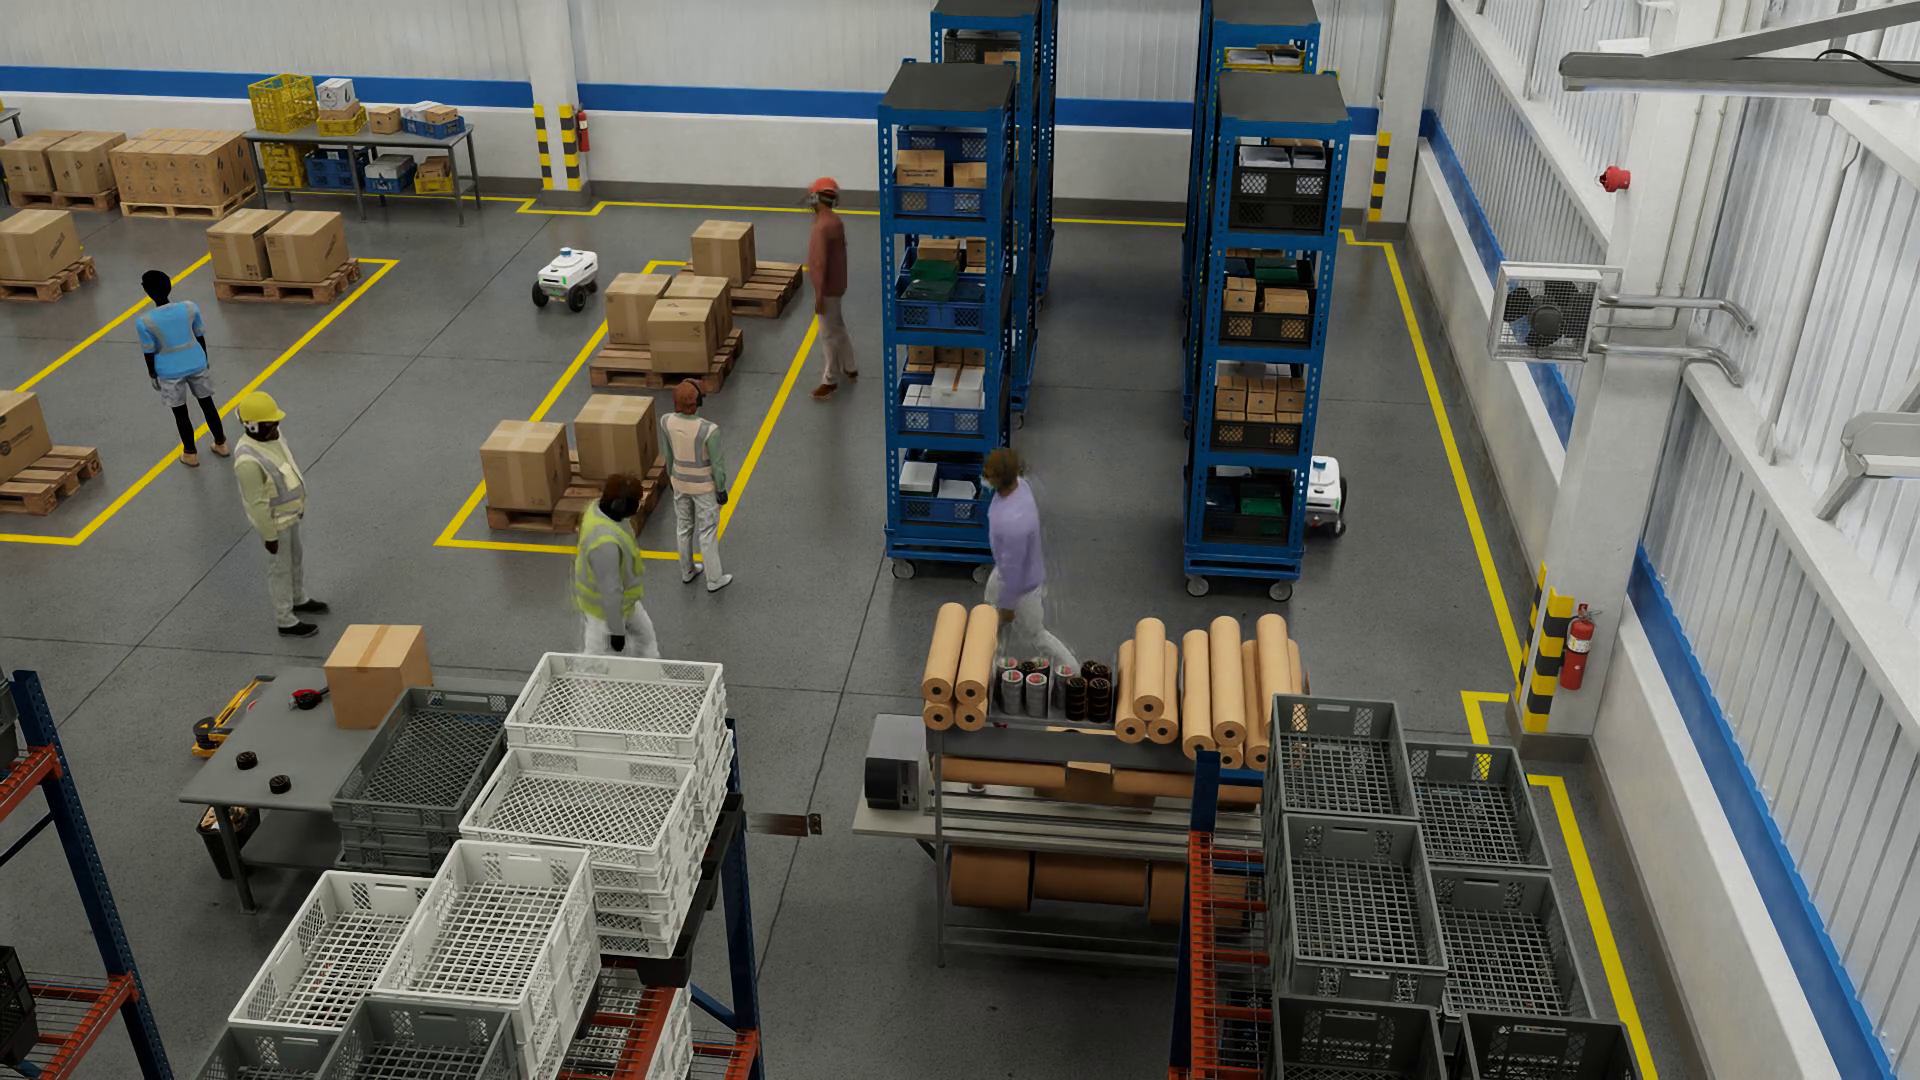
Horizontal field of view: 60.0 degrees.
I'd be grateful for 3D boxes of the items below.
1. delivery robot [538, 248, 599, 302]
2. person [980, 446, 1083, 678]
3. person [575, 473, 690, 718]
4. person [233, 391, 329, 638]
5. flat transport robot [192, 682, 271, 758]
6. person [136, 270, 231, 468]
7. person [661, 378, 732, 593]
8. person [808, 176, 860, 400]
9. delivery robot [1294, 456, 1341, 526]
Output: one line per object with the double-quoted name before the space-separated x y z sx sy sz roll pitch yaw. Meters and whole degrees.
"delivery robot" -3.997 -2.744 16.990 0.477 0.478 0.707 10 32 16
"person" 0.438 0.240 10.638 0.905 1.904 0.628 -3 30 -6
"person" -2.119 0.397 10.487 0.889 1.765 0.707 -4 31 -8
"person" -4.686 -0.186 11.436 0.403 1.824 0.594 -3 30 -6
"flat transport robot" -4.089 1.163 10.648 1.431 0.197 0.652 3 30 6
"person" -6.403 -1.406 13.661 0.319 1.695 0.535 25 39 36
"person" -1.902 -0.389 11.971 0.514 1.634 0.313 16 34 25
"person" -1.163 -2.242 14.856 0.381 1.944 0.706 5 31 9
"delivery robot" 2.784 -0.410 12.977 0.477 0.478 0.707 5 30 8
